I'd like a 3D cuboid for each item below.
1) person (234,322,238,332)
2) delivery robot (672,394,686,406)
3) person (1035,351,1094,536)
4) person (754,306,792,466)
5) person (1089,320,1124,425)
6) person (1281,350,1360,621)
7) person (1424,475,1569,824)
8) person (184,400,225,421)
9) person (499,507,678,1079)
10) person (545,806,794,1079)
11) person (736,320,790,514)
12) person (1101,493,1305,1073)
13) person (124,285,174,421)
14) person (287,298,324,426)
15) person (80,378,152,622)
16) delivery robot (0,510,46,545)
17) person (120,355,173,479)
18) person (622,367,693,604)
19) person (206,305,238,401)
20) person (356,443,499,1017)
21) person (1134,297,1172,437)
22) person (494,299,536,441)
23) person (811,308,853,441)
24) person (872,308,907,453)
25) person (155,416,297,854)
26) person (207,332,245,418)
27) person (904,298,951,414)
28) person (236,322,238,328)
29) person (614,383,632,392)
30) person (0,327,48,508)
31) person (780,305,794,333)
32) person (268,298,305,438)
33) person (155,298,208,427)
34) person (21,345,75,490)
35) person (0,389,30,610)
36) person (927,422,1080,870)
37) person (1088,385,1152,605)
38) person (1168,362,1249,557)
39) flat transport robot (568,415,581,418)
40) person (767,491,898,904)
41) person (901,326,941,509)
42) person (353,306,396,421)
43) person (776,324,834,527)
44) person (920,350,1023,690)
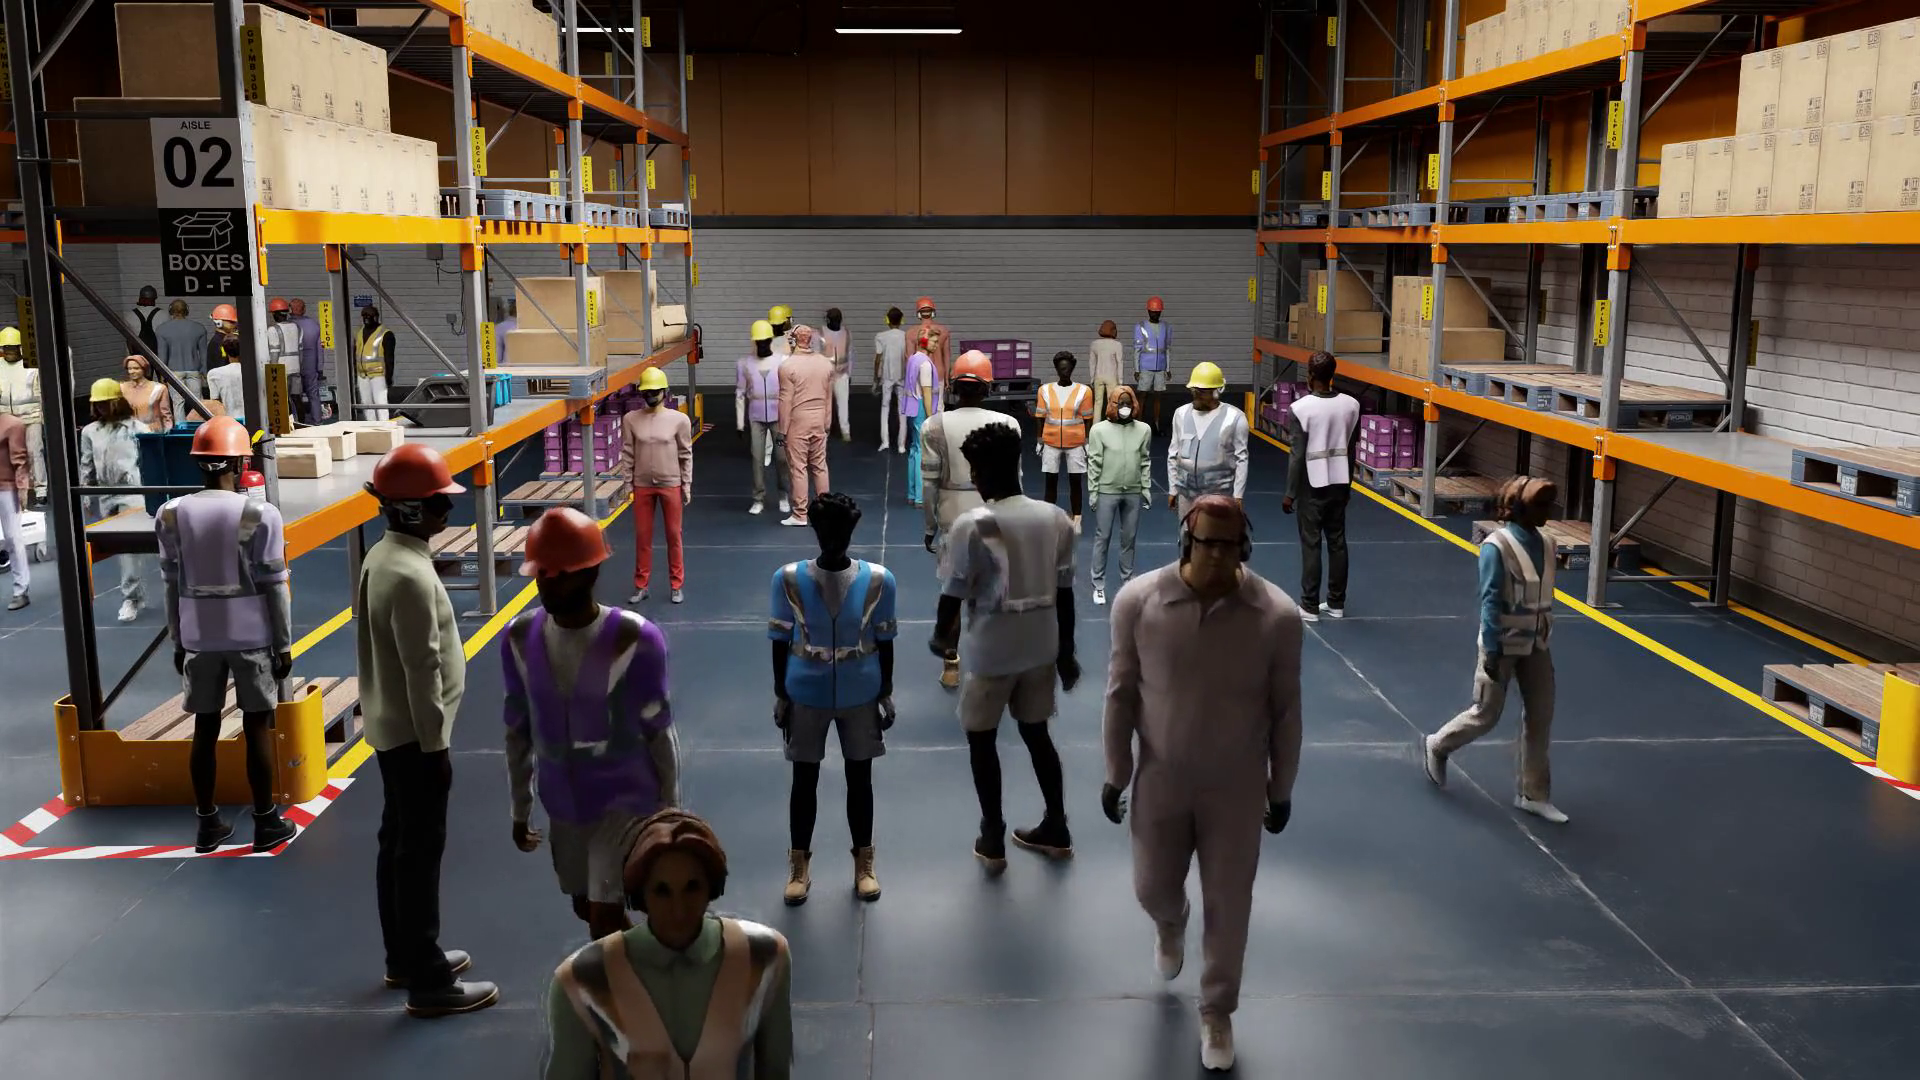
[{"bbox_3d":[-9.107,-1.969,20.802,0.599,1.864,0.652,8,13,37],"label":"person"},{"bbox_3d":[-4.395,-2.009,24.417,0.707,0.478,0.477,-6,12,-31],"label":"delivery robot"},{"bbox_3d":[0.947,-0.875,15.180,0.542,1.696,0.316,2,10,13],"label":"person"},{"bbox_3d":[-2.175,-1.834,19.910,0.585,1.917,0.382,-1,10,-7],"label":"person"},{"bbox_3d":[1.983,-2.152,22.470,0.507,1.632,0.267,6,12,31],"label":"person"},{"bbox_3d":[2.559,-0.378,11.791,0.587,1.920,0.394,-5,11,-26],"label":"person"},{"bbox_3d":[2.558,0.485,7.839,0.520,1.613,0.692,-6,12,-29],"label":"person"},{"bbox_3d":[-5.027,-0.132,11.214,0.499,1.633,0.278,9,14,43],"label":"person"},{"bbox_3d":[-1.154,0.794,5.359,0.558,1.900,0.897,2,10,12],"label":"person"},{"bbox_3d":[-0.578,1.300,3.362,0.518,1.592,0.889,-3,11,-17],"label":"person"},{"bbox_3d":[-1.888,-1.212,16.425,0.638,1.923,0.385,0,10,0],"label":"person"},{"bbox_3d":[0.813,0.756,5.567,0.657,1.884,0.638,2,10,11],"label":"person"},{"bbox_3d":[-12.042,-2.779,24.830,0.689,2.000,0.539,-2,10,-13],"label":"person"},{"bbox_3d":[-9.104,-2.375,22.950,0.408,1.906,0.652,9,13,40],"label":"person"},{"bbox_3d":[-6.011,-0.279,11.813,0.508,1.715,0.746,0,10,2],"label":"person"},{"bbox_3d":[-7.909,-0.084,13.696,0.477,0.478,0.707,3,10,15],"label":"delivery robot"},{"bbox_3d":[-7.624,-0.914,15.555,0.515,1.640,0.315,-1,10,-6],"label":"person"},{"bbox_3d":[-2.240,-0.398,12.328,0.526,1.769,0.330,0,10,2],"label":"person"},{"bbox_3d":[-8.121,-1.607,18.444,0.392,1.989,0.610,-5,11,-24],"label":"person"},{"bbox_3d":[-1.892,0.654,5.830,0.392,1.995,0.612,-6,12,-29],"label":"person"},{"bbox_3d":[2.658,-2.372,22.853,0.551,1.933,0.370,-3,11,-16],"label":"person"},{"bbox_3d":[-5.937,-2.294,22.466,0.645,1.916,0.447,0,10,0],"label":"person"},{"bbox_3d":[-1.746,-2.262,22.683,0.605,1.805,0.938,-3,11,-17],"label":"person"},{"bbox_3d":[-0.846,-2.025,21.218,0.545,1.840,0.436,-1,10,-8],"label":"person"},{"bbox_3d":[-3.204,0.420,7.324,0.541,1.932,0.382,-1,10,-3],"label":"person"},{"bbox_3d":[-6.552,-0.955,15.157,0.533,1.864,0.314,-5,11,-24],"label":"person"},{"bbox_3d":[-0.411,-2.024,20.776,0.611,1.985,0.393,-4,11,-19],"label":"person"},{"bbox_3d":[-11.460,-3.072,26.897,0.585,1.882,0.343,8,13,39],"label":"person"},{"bbox_3d":[-5.285,-2.765,25.420,0.755,1.810,0.644,-3,11,-18],"label":"person"},{"bbox_3d":[-9.476,-1.222,16.744,0.602,1.827,0.404,-2,10,-12],"label":"person"},{"bbox_3d":[-2.372,-2.270,22.566,0.586,1.835,0.403,1,10,5],"label":"person"},{"bbox_3d":[-9.049,-2.274,22.300,0.358,1.938,0.542,4,11,24],"label":"person"},{"bbox_3d":[-10.205,-2.198,21.877,0.636,1.939,0.362,-8,13,-37],"label":"person"},{"bbox_3d":[-9.922,-1.506,18.021,0.629,1.939,0.374,-2,10,-10],"label":"person"},{"bbox_3d":[-7.054,-0.355,12.117,0.522,1.762,0.328,0,10,-2],"label":"person"},{"bbox_3d":[0.160,0.455,7.134,0.637,1.926,0.541,-8,13,-37],"label":"person"},{"bbox_3d":[1.187,-0.335,12.345,0.506,1.632,0.268,-3,11,-17],"label":"person"},{"bbox_3d":[1.768,-0.369,11.988,0.596,1.828,0.403,6,12,29],"label":"person"},{"bbox_3d":[-5.404,-1.833,24.487,1.431,0.197,0.652,2,10,11],"label":"flat transport robot"},{"bbox_3d":[-0.514,0.636,6.762,0.533,1.697,0.319,-1,10,-7],"label":"person"},{"bbox_3d":[-0.382,-1.231,16.772,0.391,1.835,0.572,-3,11,-15],"label":"person"},{"bbox_3d":[-7.798,-2.195,22.144,0.649,1.833,0.429,4,11,24],"label":"person"},{"bbox_3d":[-1.493,-1.079,15.734,0.401,1.907,0.646,10,14,43],"label":"person"},{"bbox_3d":[0.071,-0.109,9.950,0.607,2.044,0.375,1,10,4],"label":"person"}]
